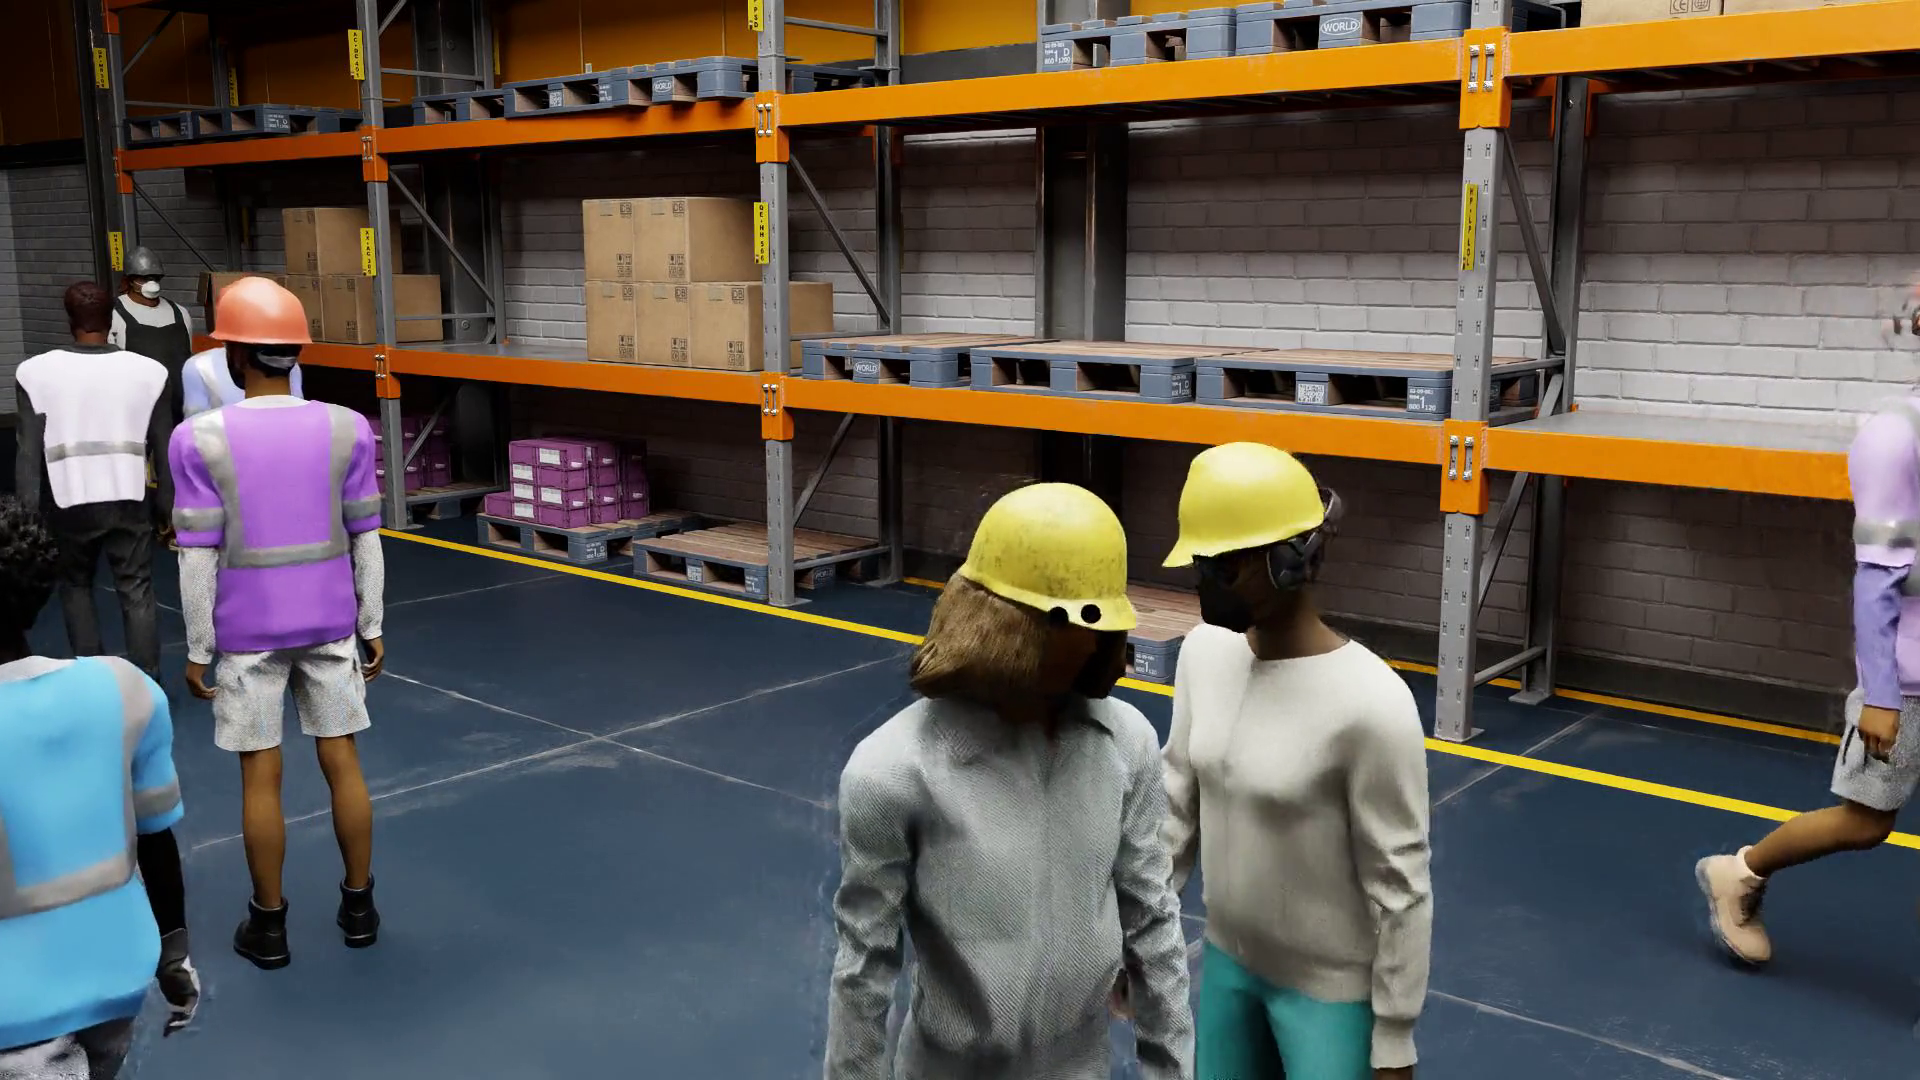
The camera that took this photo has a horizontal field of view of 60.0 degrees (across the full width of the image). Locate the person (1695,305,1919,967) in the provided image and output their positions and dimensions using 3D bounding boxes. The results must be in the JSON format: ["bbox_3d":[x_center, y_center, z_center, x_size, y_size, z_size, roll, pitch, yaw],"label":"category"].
[{"bbox_3d":[2.398,0.289,4.231,0.615,2.019,0.926,-4,11,-24],"label":"person"}]

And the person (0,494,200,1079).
[{"bbox_3d":[-1.560,0.736,2.712,0.892,1.643,0.547,4,11,20],"label":"person"}]

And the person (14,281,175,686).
[{"bbox_3d":[-3.648,-0.142,7.051,0.646,1.879,0.619,-6,12,-32],"label":"person"}]

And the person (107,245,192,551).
[{"bbox_3d":[-5.247,-0.890,10.851,0.536,2.000,0.676,7,12,34],"label":"person"}]

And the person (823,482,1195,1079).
[{"bbox_3d":[0.082,0.773,2.280,0.488,1.720,0.416,-7,12,-35],"label":"person"}]

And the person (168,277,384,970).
[{"bbox_3d":[-1.913,0.238,4.709,0.552,1.939,0.352,-7,12,-34],"label":"person"}]

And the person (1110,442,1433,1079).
[{"bbox_3d":[0.502,0.711,2.689,0.397,1.731,0.538,-6,11,-30],"label":"person"}]

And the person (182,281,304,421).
[{"bbox_3d":[-3.444,-0.312,8.049,0.552,1.876,1.033,-8,13,-39],"label":"person"}]
